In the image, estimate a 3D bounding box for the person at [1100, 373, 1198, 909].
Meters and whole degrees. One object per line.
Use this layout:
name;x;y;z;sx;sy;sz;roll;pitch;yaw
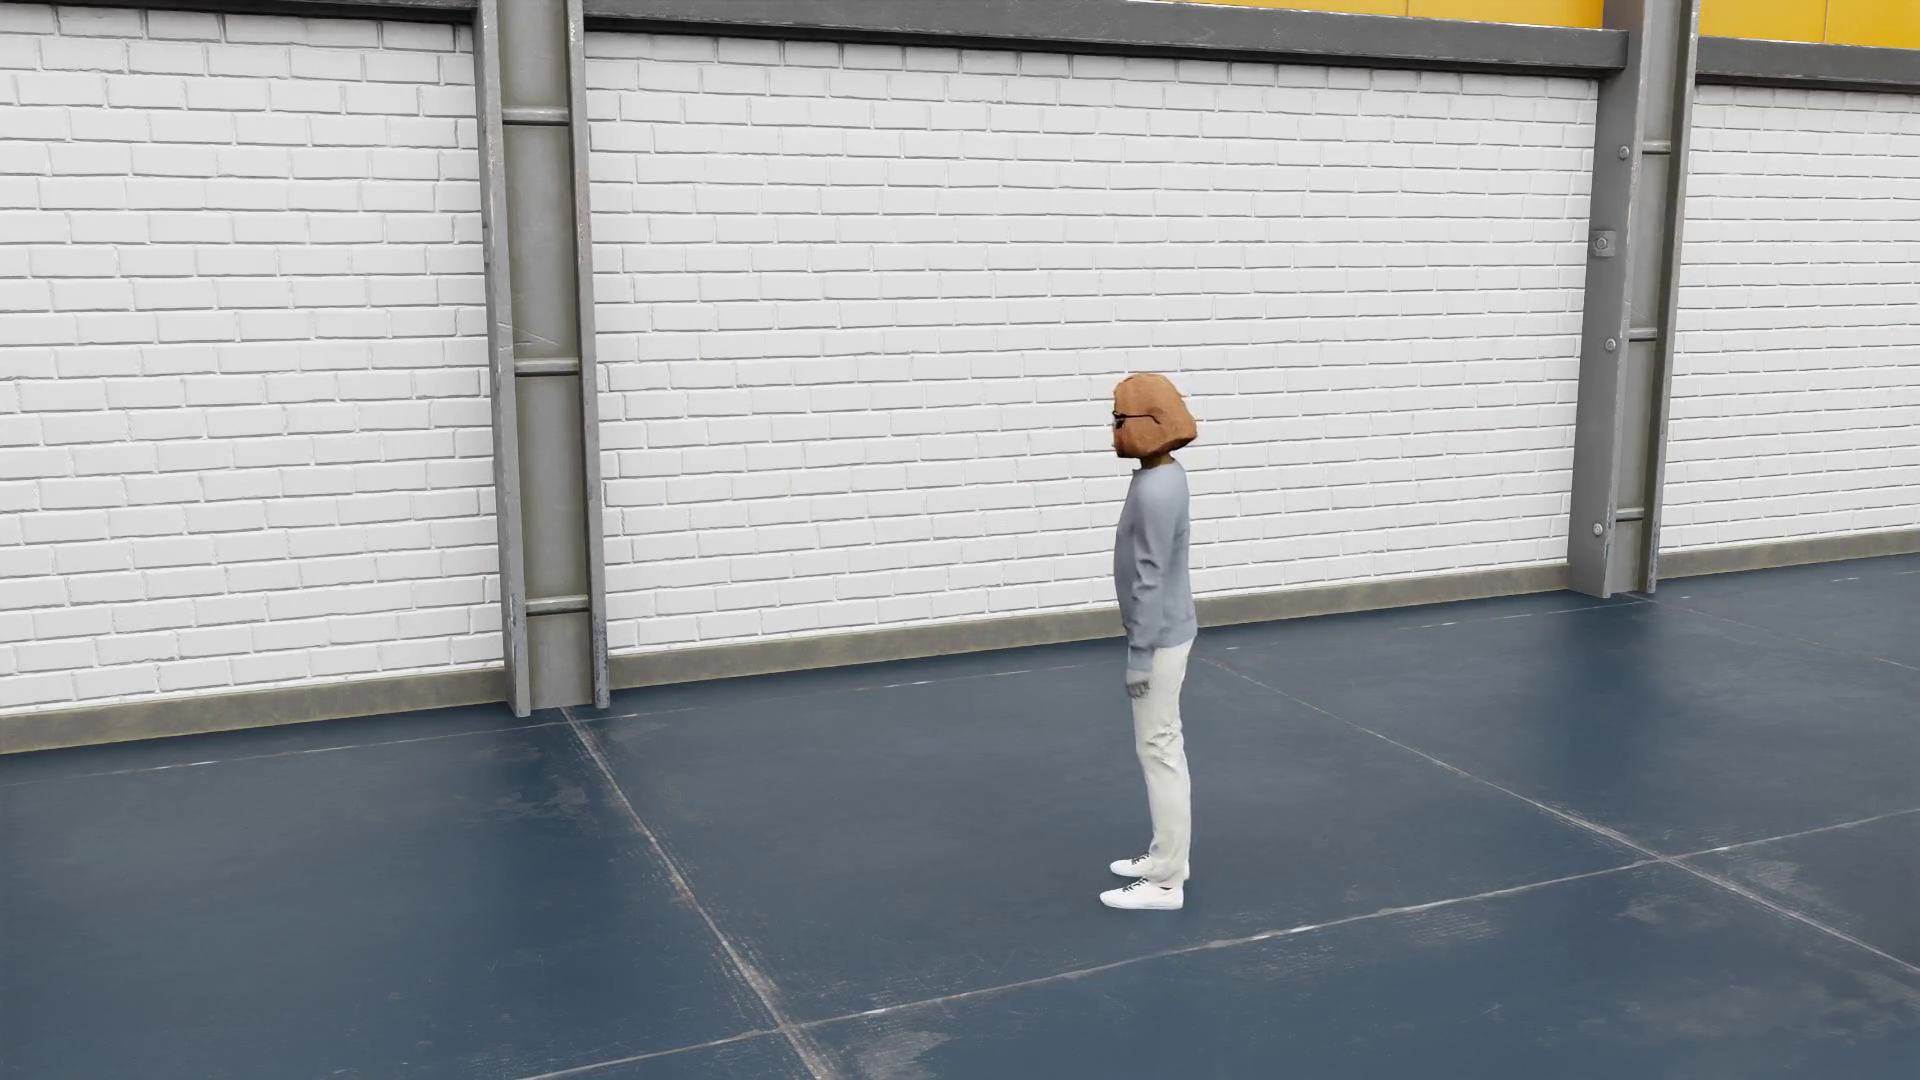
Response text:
person;0.581;0.310;5.045;0.274;1.627;0.498;1;10;8
